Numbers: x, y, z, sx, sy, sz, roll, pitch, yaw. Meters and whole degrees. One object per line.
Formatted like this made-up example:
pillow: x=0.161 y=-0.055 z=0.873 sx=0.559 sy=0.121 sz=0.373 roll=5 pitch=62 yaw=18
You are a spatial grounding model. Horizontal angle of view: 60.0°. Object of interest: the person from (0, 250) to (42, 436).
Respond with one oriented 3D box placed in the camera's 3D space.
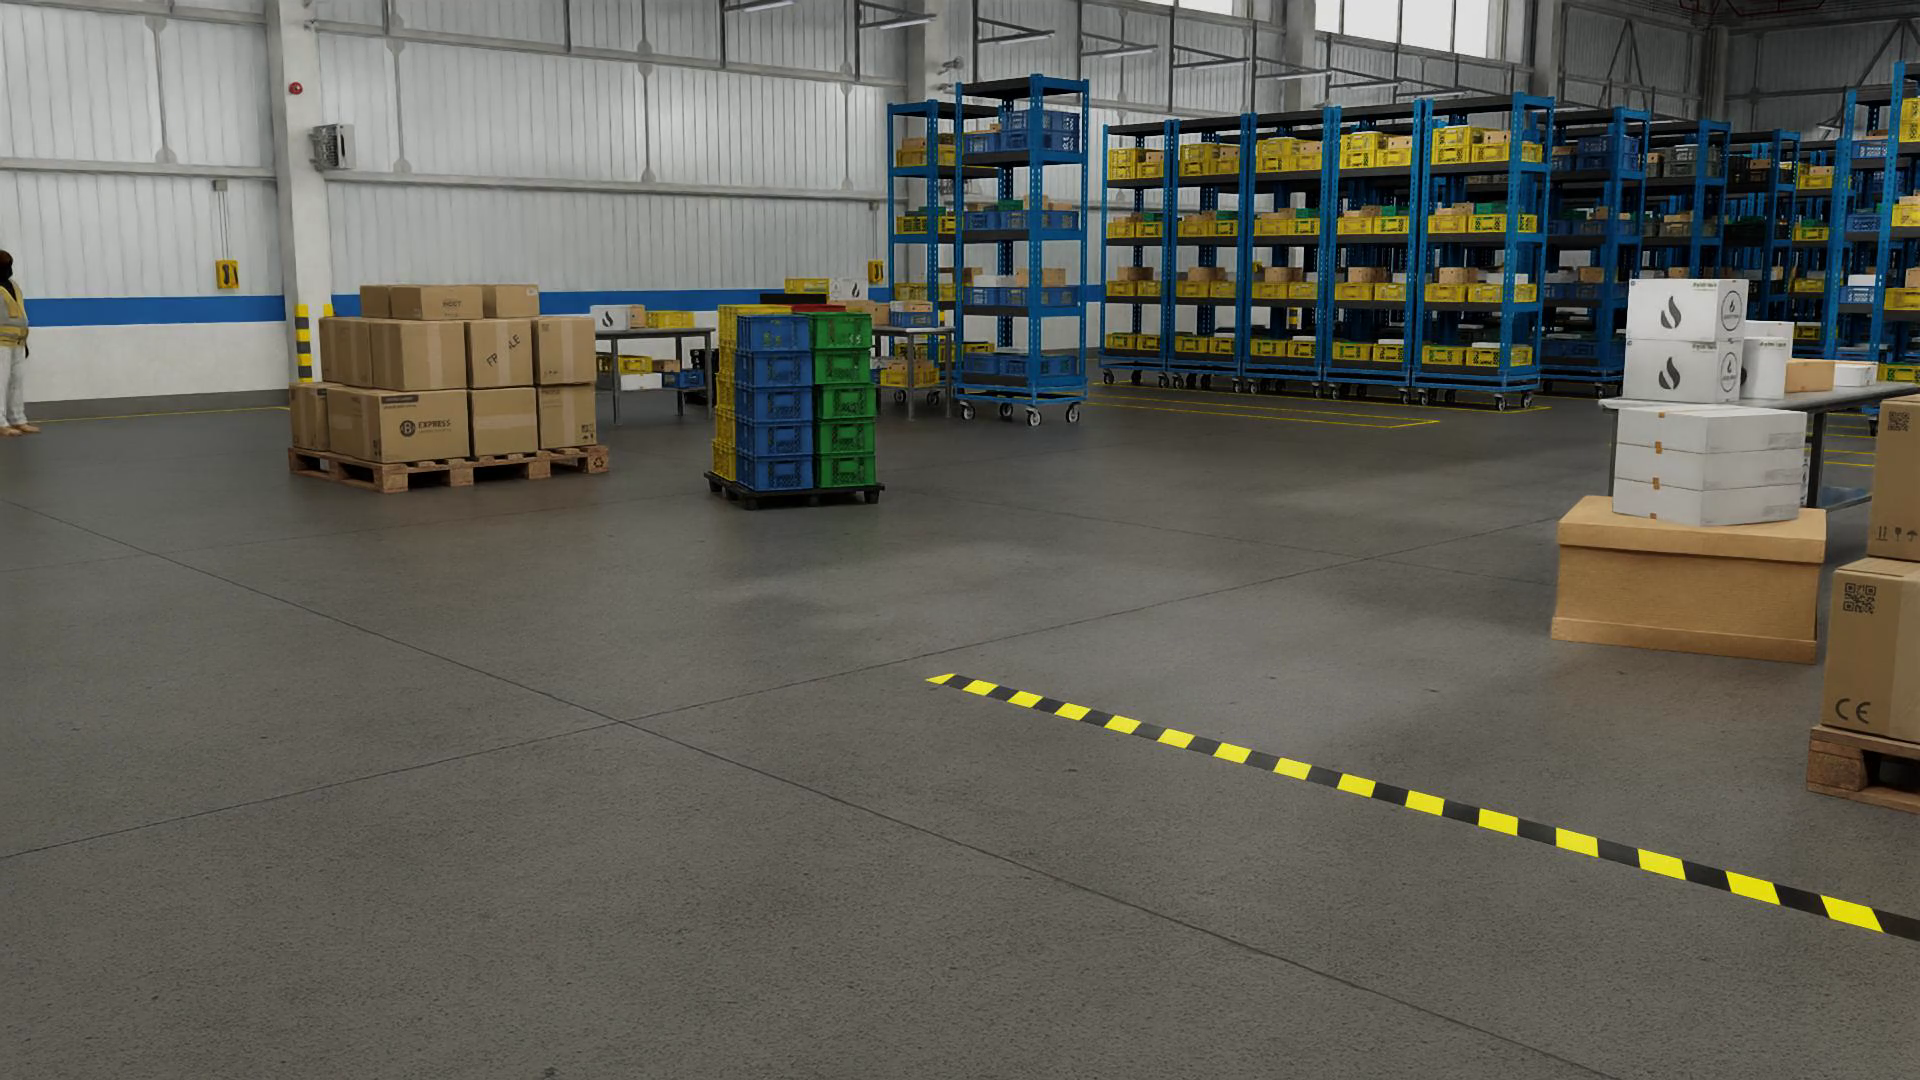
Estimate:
person: x=-9.415 y=-1.931 z=16.392 sx=0.429 sy=1.831 sz=0.640 roll=0 pitch=9 yaw=2
